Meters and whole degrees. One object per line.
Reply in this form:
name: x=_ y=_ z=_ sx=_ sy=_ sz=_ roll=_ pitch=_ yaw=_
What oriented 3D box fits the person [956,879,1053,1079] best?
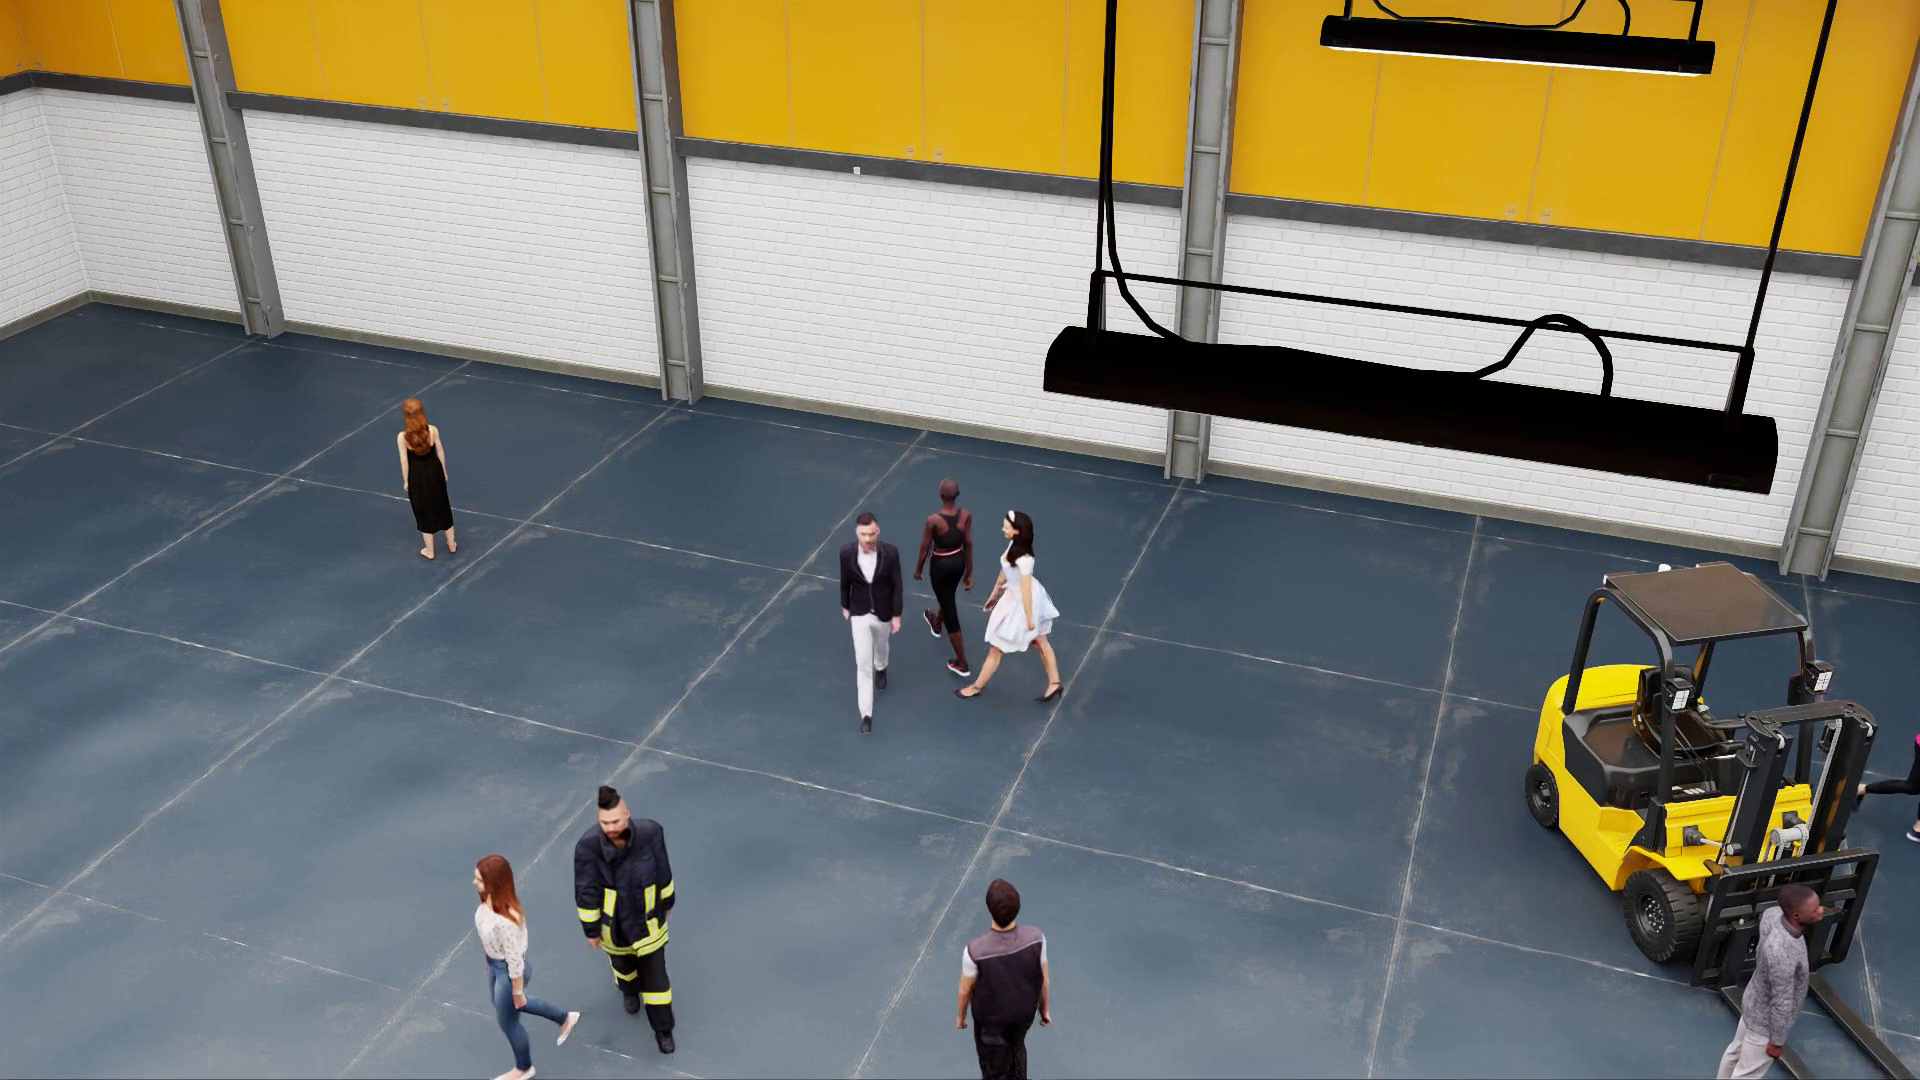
person: x=0.282 y=2.750 z=9.444 sx=0.799 sy=1.840 sz=0.878 roll=-9 pitch=30 yaw=-15

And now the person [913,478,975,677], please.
person: x=-0.067 y=0.340 z=13.994 sx=1.081 sy=1.714 sz=1.211 roll=-16 pitch=32 yaw=-26

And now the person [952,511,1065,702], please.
person: x=0.595 y=0.583 z=13.492 sx=1.246 sy=1.767 sz=0.930 roll=0 pitch=29 yaw=0

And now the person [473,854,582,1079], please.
person: x=-2.612 y=2.540 z=9.959 sx=0.930 sy=1.715 sz=0.864 roll=-12 pitch=31 yaw=-21

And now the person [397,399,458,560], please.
person: x=-5.067 y=-0.582 z=15.776 sx=0.676 sy=1.626 sz=0.722 roll=-17 pitch=33 yaw=-28

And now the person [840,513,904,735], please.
person: x=-0.689 y=0.567 z=13.502 sx=1.273 sy=1.786 sz=1.034 roll=0 pitch=29 yaw=0

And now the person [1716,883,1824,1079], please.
person: x=4.600 y=2.705 z=9.527 sx=0.546 sy=1.839 sz=0.694 roll=8 pitch=30 yaw=15

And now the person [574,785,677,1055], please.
person: x=-2.084 y=2.238 z=10.389 sx=1.133 sy=1.833 sz=1.134 roll=-7 pitch=29 yaw=-12
